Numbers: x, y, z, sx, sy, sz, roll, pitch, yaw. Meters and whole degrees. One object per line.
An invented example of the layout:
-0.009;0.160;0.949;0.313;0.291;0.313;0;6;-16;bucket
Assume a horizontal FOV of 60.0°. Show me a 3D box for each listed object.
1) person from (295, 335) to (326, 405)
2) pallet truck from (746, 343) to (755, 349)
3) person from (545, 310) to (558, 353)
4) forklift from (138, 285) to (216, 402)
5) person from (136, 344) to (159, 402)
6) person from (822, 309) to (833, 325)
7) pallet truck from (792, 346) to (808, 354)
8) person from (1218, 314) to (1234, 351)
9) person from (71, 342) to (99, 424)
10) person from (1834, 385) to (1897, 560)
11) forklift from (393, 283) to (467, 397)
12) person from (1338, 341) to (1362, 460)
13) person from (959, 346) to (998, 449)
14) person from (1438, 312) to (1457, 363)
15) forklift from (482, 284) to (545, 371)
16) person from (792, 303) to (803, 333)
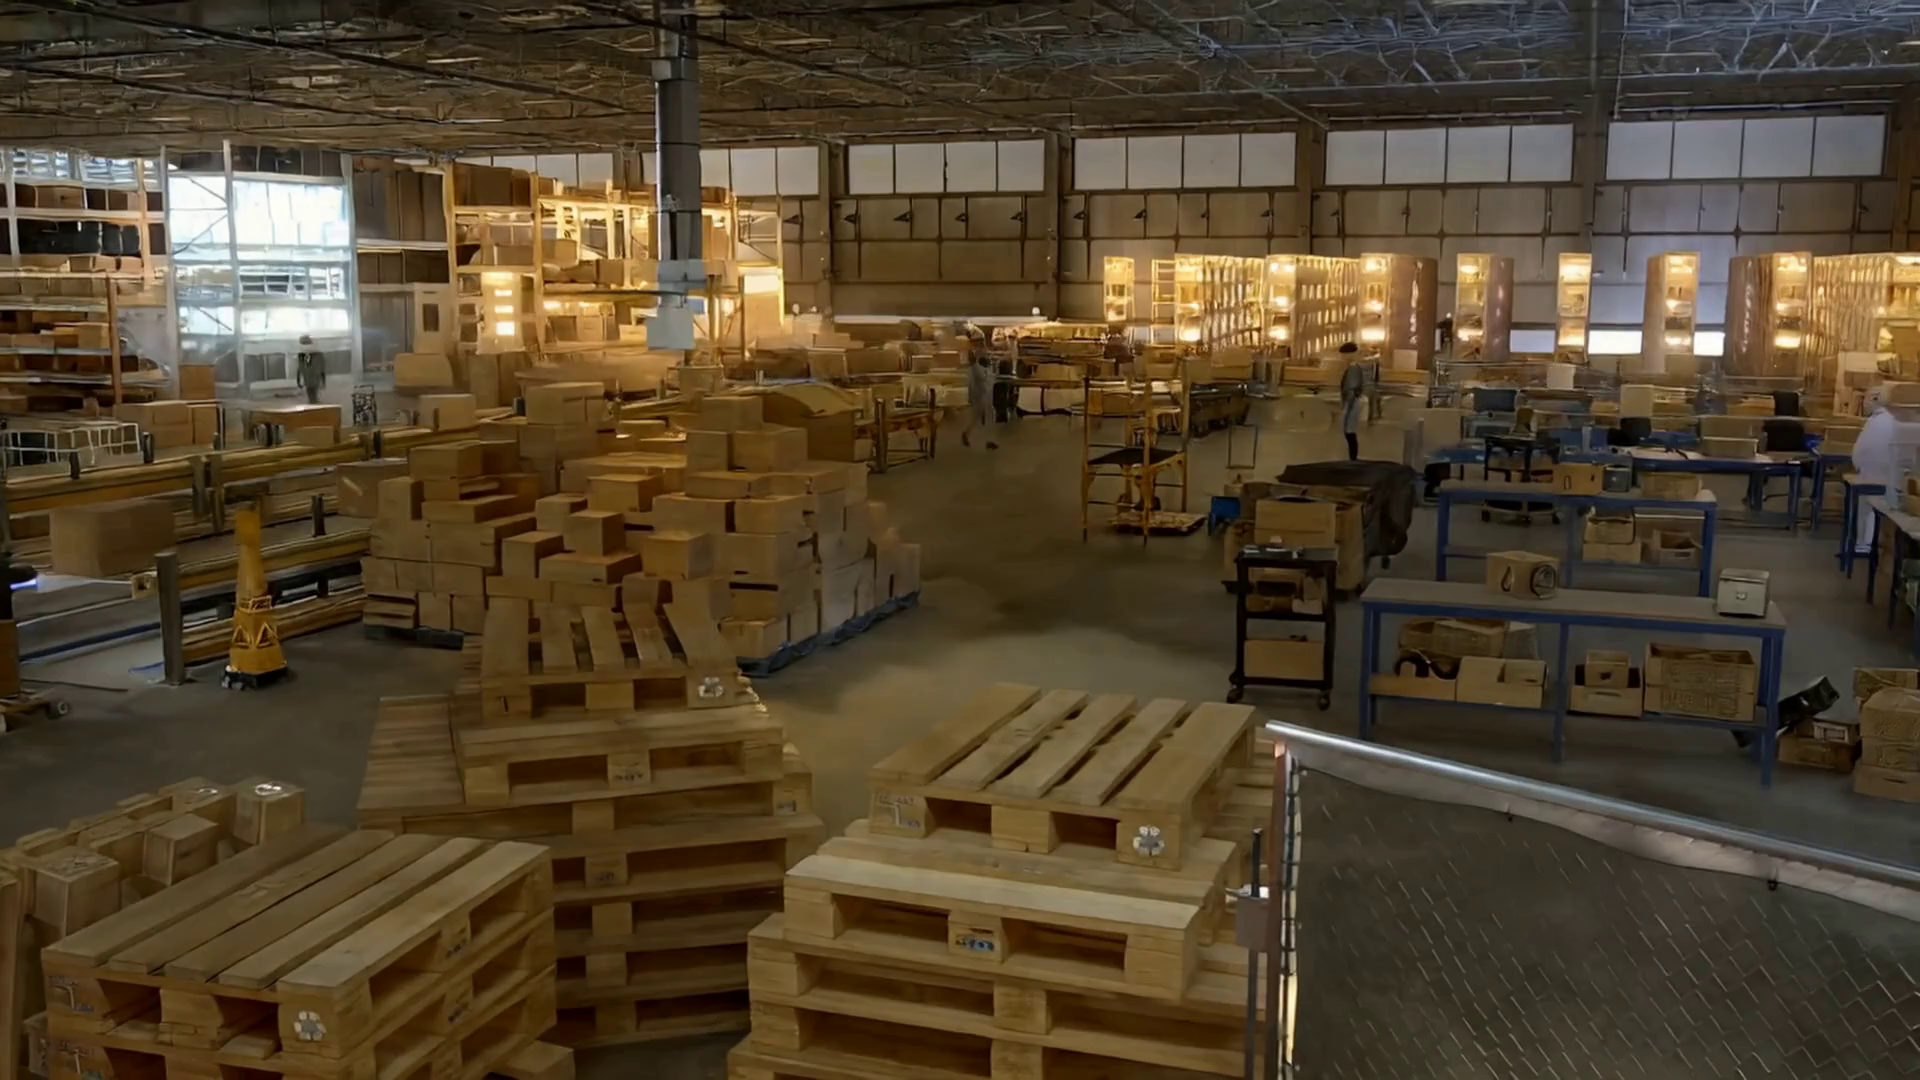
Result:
-12.400;-2.932;31.552;0.567;1.902;0.852;3;10;20;person
-6.183;-4.618;44.264;1.601;1.201;0.680;-9;12;-43;pallet truck
-14.488;-7.273;59.215;0.592;1.787;0.947;3;9;16;person
-17.480;-4.200;36.461;1.873;2.768;1.129;3;10;19;forklift
-16.657;-3.195;34.053;0.268;1.631;0.509;4;10;24;person
-4.125;-6.252;52.140;0.400;1.989;0.635;0;9;1;person
-3.705;-4.298;42.022;0.653;1.274;1.630;3;10;20;pallet truck
8.768;-6.589;54.911;0.597;1.793;0.911;1;9;7;person
-17.510;-3.107;33.320;0.392;1.694;0.565;4;10;22;person
9.709;-0.696;17.570;0.637;1.888;0.660;4;10;25;person
-13.191;-5.005;41.518;1.129;2.768;1.873;3;10;20;forklift
5.845;-1.956;24.990;0.379;2.045;0.605;3;9;16;person
0.329;-2.499;29.169;0.604;1.808;0.776;-8;12;-40;person
16.436;-6.789;56.103;0.585;1.808;0.880;3;9;15;person
-10.832;-4.702;39.610;1.129;2.768;1.873;3;10;20;forklift
-6.556;-8.439;66.098;0.864;1.910;0.653;3;10;18;person
